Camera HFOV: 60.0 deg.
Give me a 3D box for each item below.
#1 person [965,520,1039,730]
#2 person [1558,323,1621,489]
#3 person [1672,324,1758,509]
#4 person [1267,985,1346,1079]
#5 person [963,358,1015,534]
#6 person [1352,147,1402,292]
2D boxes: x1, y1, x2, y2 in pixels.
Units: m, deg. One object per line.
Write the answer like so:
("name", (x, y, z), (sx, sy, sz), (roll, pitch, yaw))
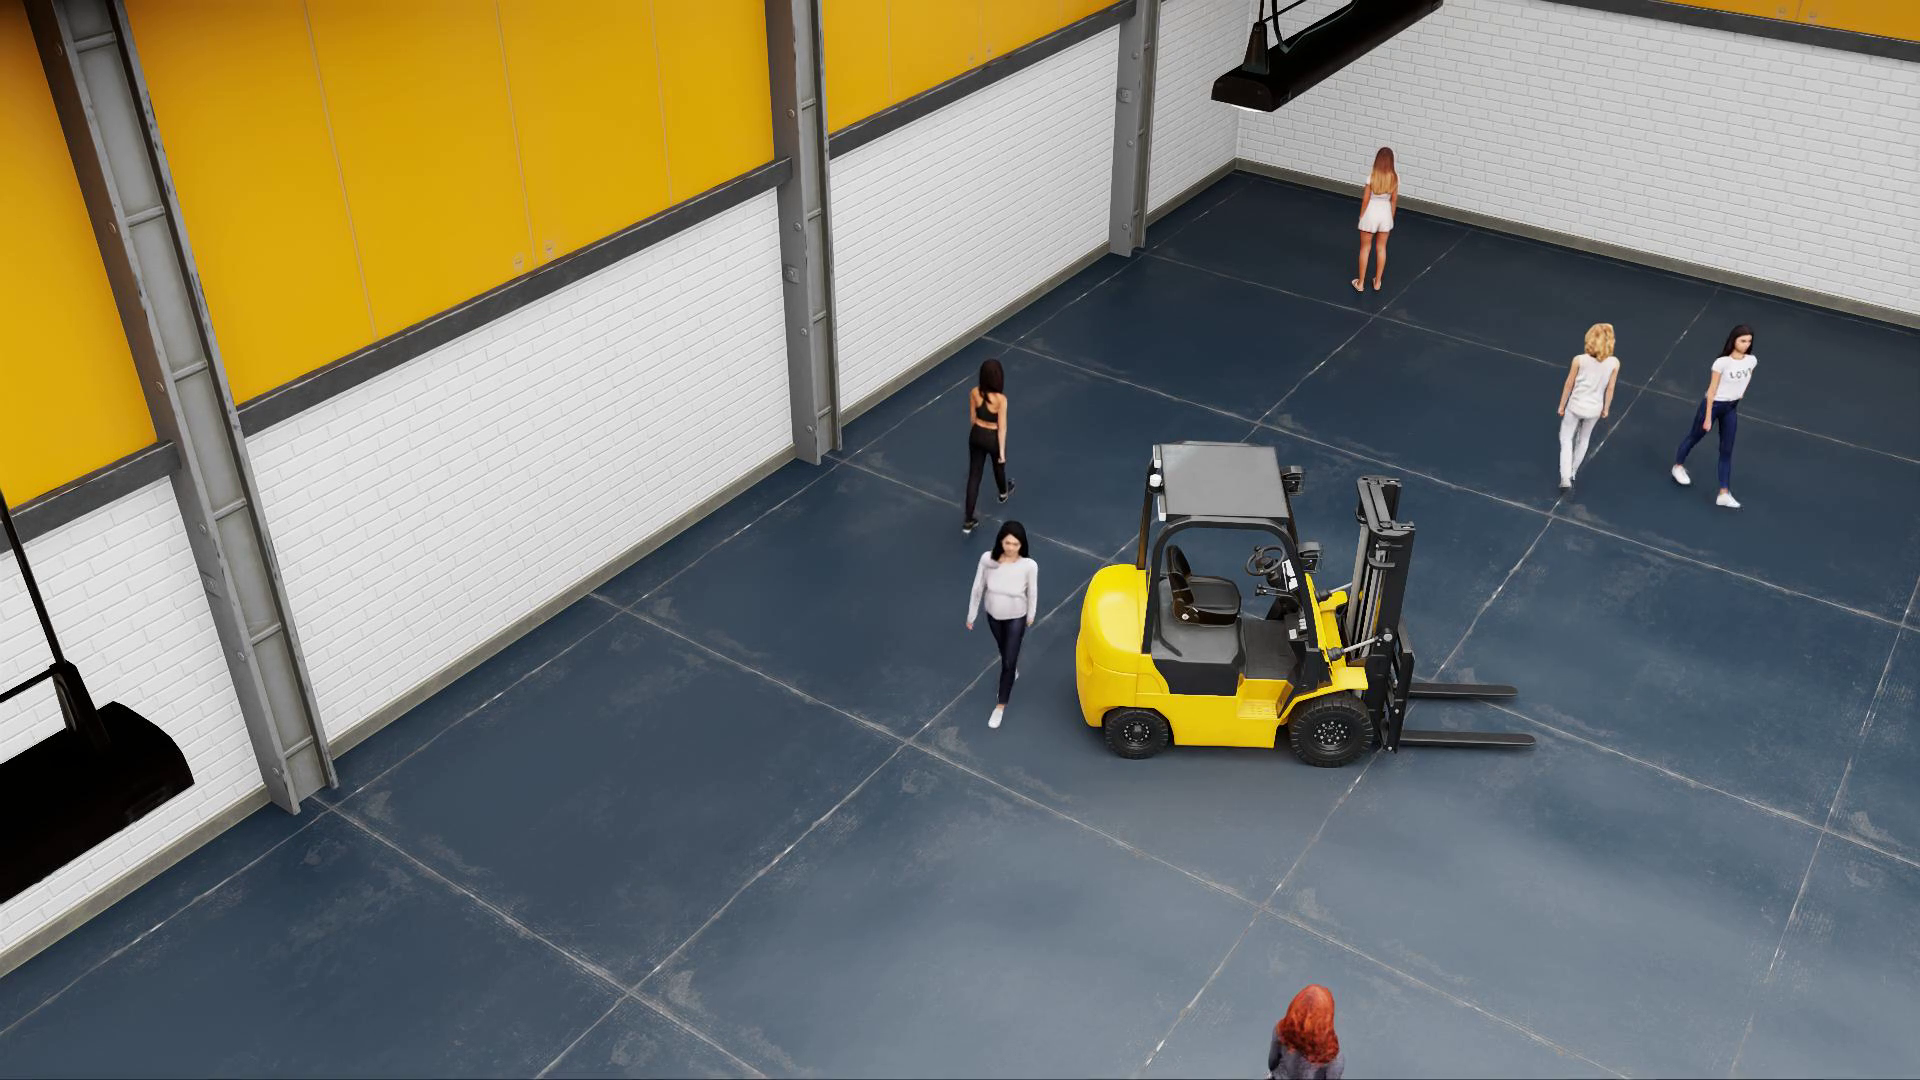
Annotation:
("person", (0.385, 0.525, 12.766), (0.791, 1.661, 1.092), (13, 36, 19))
("person", (5.775, -1.220, 15.385), (0.808, 1.668, 0.941), (5, 34, 7))
("person", (6.912, -1.208, 15.316), (1.077, 1.724, 1.122), (-7, 34, -10))
("person", (1.763, 3.072, 8.845), (0.645, 1.759, 0.901), (25, 41, 32))
("person", (0.195, -0.812, 14.835), (0.722, 1.597, 1.155), (14, 36, 20))
("person", (4.768, -3.680, 19.061), (0.665, 1.696, 0.708), (-1, 34, -2))
